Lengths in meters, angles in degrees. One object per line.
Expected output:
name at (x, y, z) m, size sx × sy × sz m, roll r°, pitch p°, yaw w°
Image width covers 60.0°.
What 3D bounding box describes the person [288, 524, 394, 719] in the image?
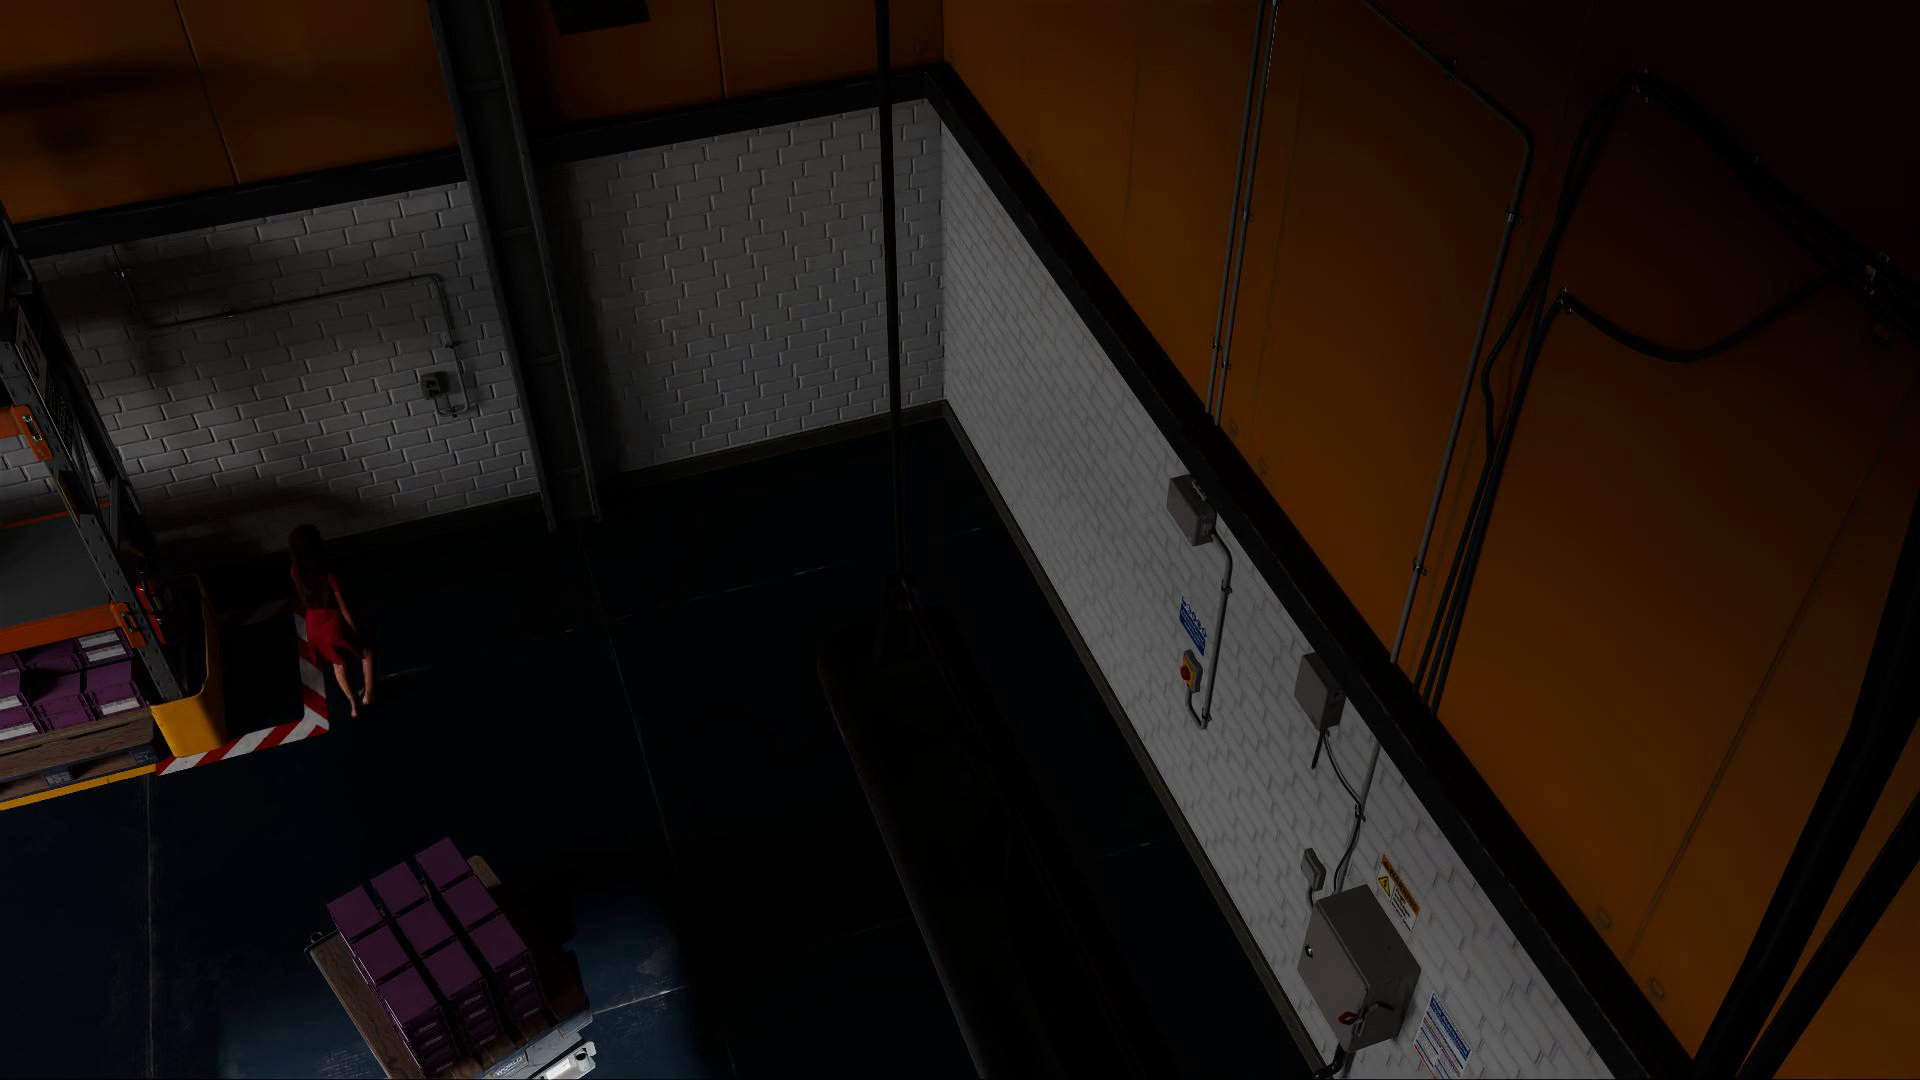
person at (-3.966, 0.574, 10.430) m, size 0.680 × 1.539 × 0.732 m, roll 7°, pitch 44°, yaw 8°
